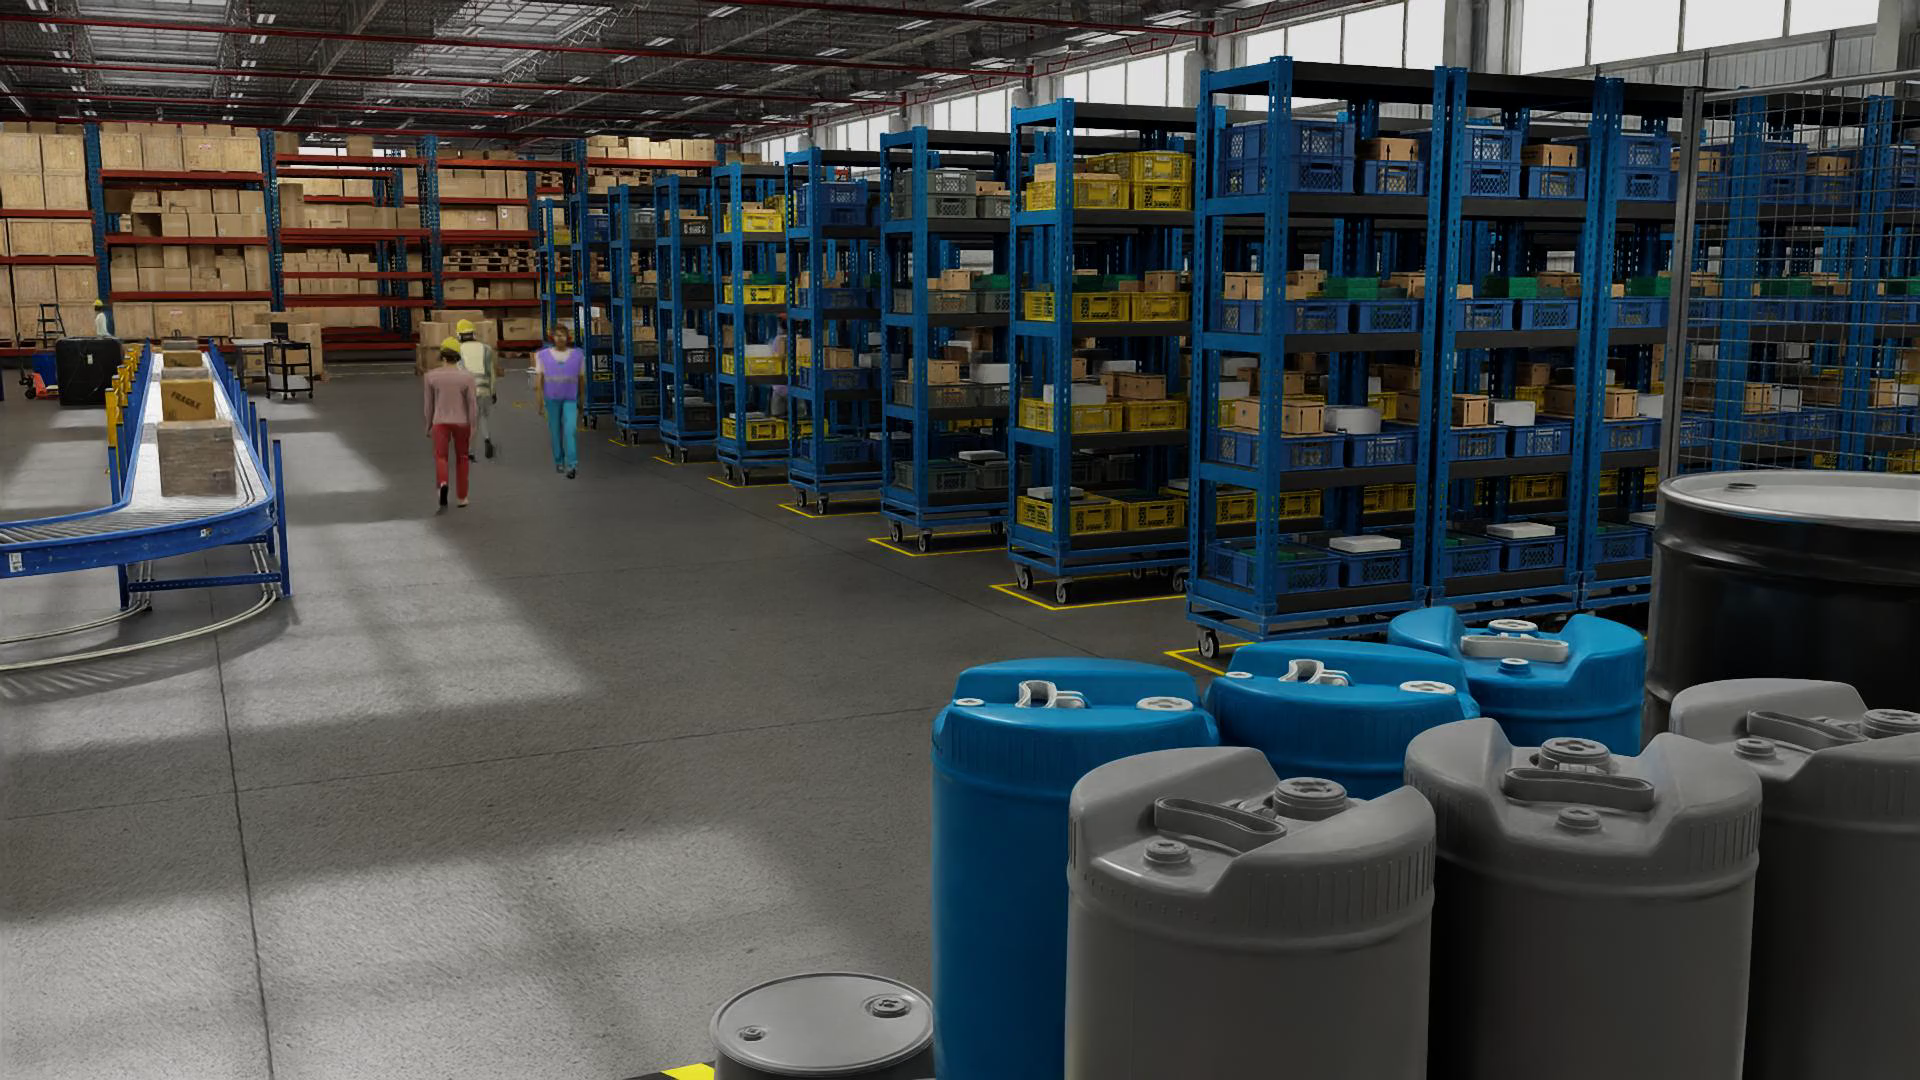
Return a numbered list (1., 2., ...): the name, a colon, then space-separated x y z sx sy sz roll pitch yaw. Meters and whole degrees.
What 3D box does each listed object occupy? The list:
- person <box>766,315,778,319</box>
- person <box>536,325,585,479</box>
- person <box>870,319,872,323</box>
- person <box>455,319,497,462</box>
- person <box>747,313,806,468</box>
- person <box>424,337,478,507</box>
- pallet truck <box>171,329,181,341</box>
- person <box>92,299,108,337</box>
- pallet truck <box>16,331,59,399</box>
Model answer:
1. person: -4.658 -5.046 41.370 0.529 1.595 0.847 2 9 15
2. person: -4.691 -1.630 19.588 0.567 1.805 0.987 -2 9 -13
3. person: -2.954 -7.253 54.166 0.400 1.908 0.721 -2 9 -10
4. person: -6.163 -1.879 21.019 0.621 1.818 0.483 -6 11 -34
5. person: -2.168 -1.869 20.409 1.016 2.003 0.616 -6 11 -34
6. person: -5.161 -1.180 16.877 0.533 1.755 0.521 -2 9 -13
7. pallet truck: -17.275 -3.851 35.096 1.601 1.201 0.680 0 9 1
8. person: -21.068 -5.055 40.968 0.755 1.744 0.530 -5 10 -28
9. pallet truck: -17.082 -3.353 31.781 1.630 1.274 0.653 -4 10 -25
